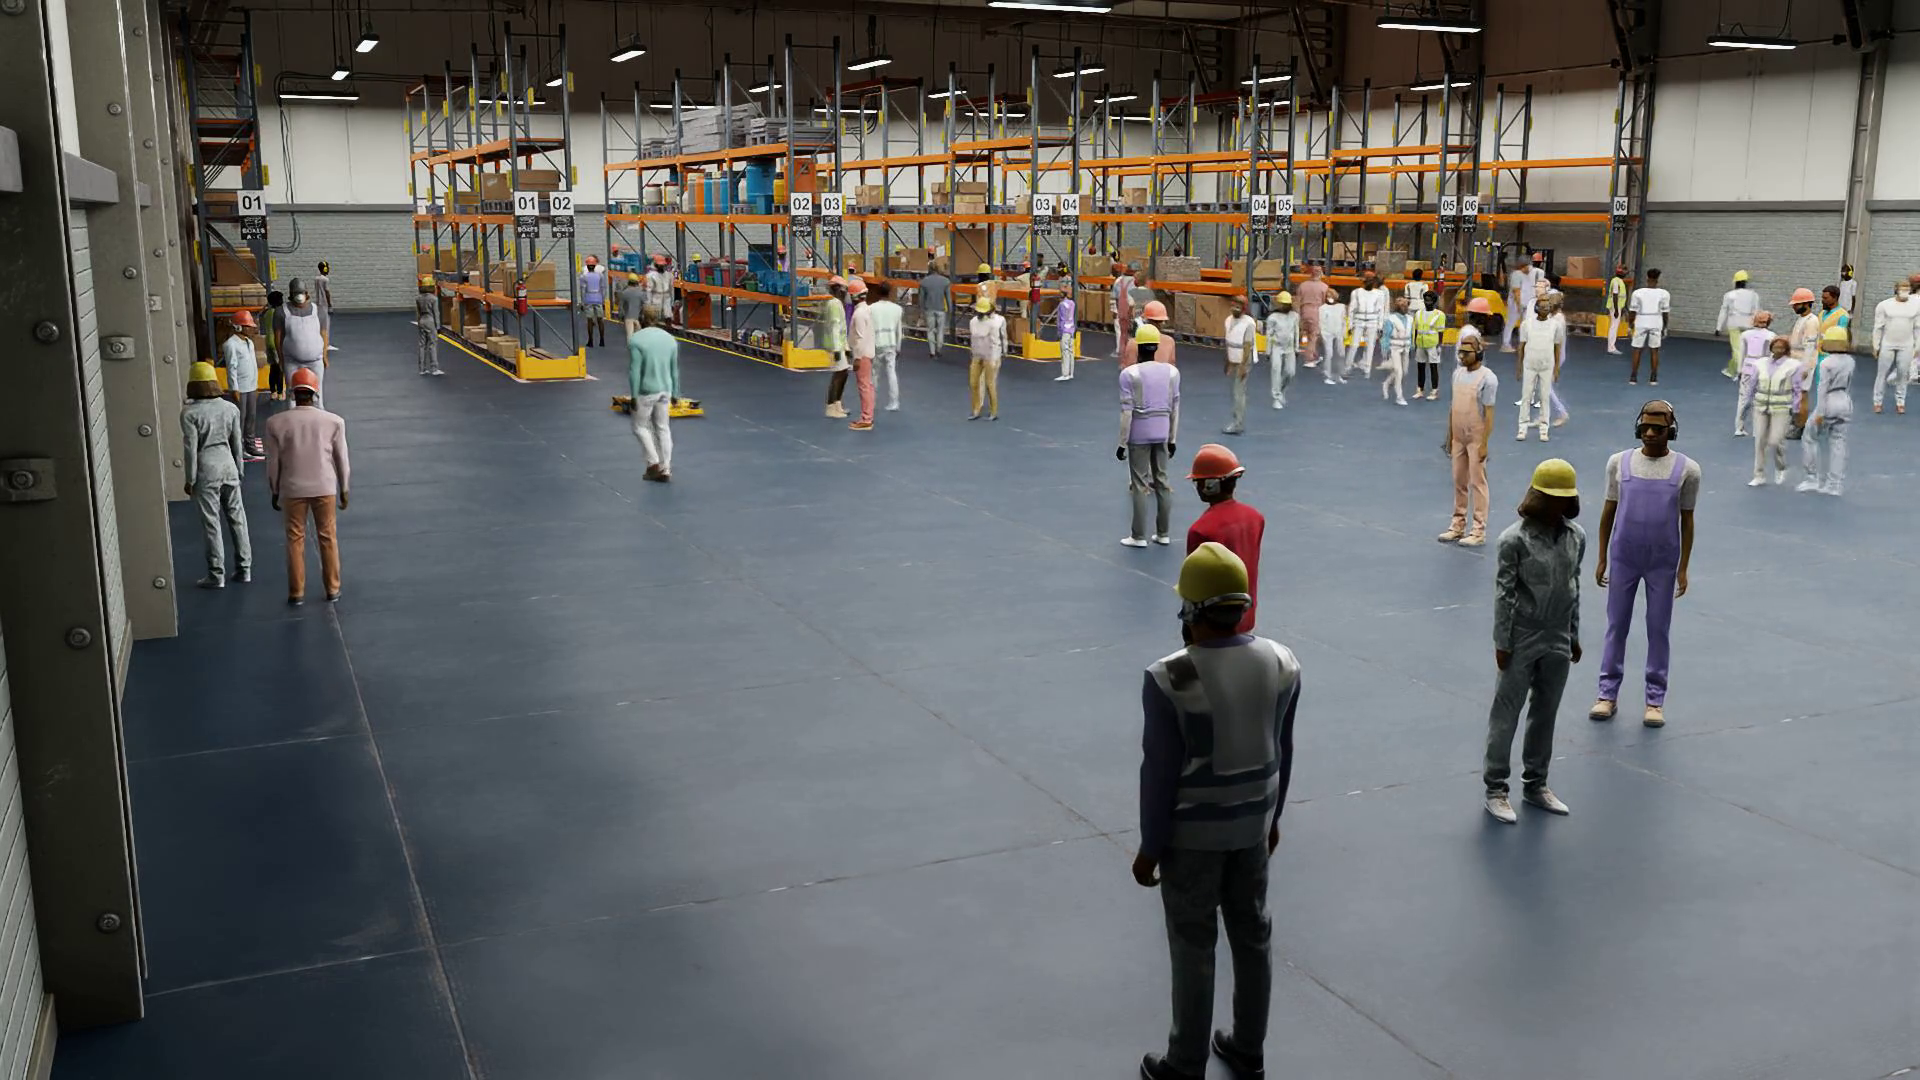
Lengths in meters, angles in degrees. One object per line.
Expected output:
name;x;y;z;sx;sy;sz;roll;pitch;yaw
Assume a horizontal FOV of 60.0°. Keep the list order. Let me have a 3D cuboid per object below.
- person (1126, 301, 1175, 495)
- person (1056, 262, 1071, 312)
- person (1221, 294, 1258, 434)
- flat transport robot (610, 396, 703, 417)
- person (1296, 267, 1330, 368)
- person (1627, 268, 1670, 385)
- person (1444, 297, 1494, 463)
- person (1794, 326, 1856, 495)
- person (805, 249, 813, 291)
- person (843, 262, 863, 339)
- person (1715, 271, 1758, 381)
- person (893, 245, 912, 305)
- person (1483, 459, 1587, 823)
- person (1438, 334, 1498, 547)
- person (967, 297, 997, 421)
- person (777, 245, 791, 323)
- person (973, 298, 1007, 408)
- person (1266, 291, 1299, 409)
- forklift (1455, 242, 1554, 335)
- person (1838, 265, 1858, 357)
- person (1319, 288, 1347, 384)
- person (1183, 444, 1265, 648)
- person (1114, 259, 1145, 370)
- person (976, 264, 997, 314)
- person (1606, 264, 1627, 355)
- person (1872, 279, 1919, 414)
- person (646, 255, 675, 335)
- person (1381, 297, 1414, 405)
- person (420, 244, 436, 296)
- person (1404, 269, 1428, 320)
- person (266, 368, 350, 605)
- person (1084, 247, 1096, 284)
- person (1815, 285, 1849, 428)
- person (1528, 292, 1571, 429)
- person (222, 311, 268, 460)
person;1.965;-1.445;17.025;0.621;1.987;0.411;-7;13;-32
person;2.203;-4.947;35.152;0.325;1.861;0.504;-5;12;-26
person;3.639;-2.305;21.788;0.484;1.831;0.588;-4;12;-20
flat transport robot;-4.374;-1.943;23.917;0.652;0.197;1.431;-10;15;-42
person;6.721;-4.183;31.231;0.684;1.861;0.955;11;16;44
person;11.561;-3.582;27.946;0.622;1.955;0.390;4;12;20
person;5.896;-1.821;19.077;0.434;1.919;0.576;2;11;11
person;8.926;-1.333;17.113;0.484;1.724;0.549;-4;12;-18
person;-4.672;-8.188;51.906;0.350;1.743;0.564;0;11;2
person;-2.450;-5.462;38.028;0.573;1.746;0.347;2;11;9
person;13.450;-3.700;28.785;0.609;1.872;1.009;-1;11;-3
person;-1.857;-8.283;52.049;0.921;1.868;0.610;3;11;13
person;2.753;0.473;7.891;0.492;1.740;0.318;-4;12;-20
person;4.424;-0.867;14.451;0.348;1.841;0.501;-5;12;-25
person;0.342;-2.485;22.949;0.540;1.725;0.591;8;14;37
person;-4.693;-6.740;43.773;0.605;2.045;0.378;-7;13;-31
person;0.434;-2.760;24.625;0.527;1.626;0.553;0;11;2
person;4.759;-2.804;24.541;0.523;1.731;0.435;-2;11;-11
forklift;13.047;-6.049;39.881;2.313;2.155;1.214;-5;12;-23
person;17.555;-4.524;32.993;0.326;1.861;0.510;-1;11;-5
person;6.323;-3.428;28.053;0.548;1.610;0.381;-3;11;-13
person;1.277;0.387;8.327;0.350;1.743;0.567;11;15;44
person;3.177;-4.109;30.413;0.536;2.000;0.688;-9;14;-38
person;0.459;-4.210;31.219;0.373;1.926;0.603;7;13;33
person;13.383;-4.701;33.911;0.389;1.848;0.567;6;12;26
person;13.495;-2.784;23.969;0.632;1.931;0.366;4;12;19
person;-6.325;-5.020;35.189;0.636;1.983;1.070;-5;12;-25
person;6.627;-2.870;25.209;0.532;1.618;0.703;-6;12;-27
person;-15.328;-7.525;47.896;0.402;1.990;0.622;1;11;6
person;9.737;-4.936;35.487;0.537;1.700;0.318;7;13;33
person;-4.810;-0.395;12.298;0.570;1.747;0.345;-5;12;-24
person;3.919;-7.772;49.447;0.575;1.880;0.358;8;14;35
person;11.705;-2.462;22.383;0.380;1.910;0.592;0;11;0
person;7.856;-2.378;22.153;0.483;1.830;0.516;3;12;15
person;-8.369;-1.810;19.488;0.350;1.743;0.564;1;11;5
